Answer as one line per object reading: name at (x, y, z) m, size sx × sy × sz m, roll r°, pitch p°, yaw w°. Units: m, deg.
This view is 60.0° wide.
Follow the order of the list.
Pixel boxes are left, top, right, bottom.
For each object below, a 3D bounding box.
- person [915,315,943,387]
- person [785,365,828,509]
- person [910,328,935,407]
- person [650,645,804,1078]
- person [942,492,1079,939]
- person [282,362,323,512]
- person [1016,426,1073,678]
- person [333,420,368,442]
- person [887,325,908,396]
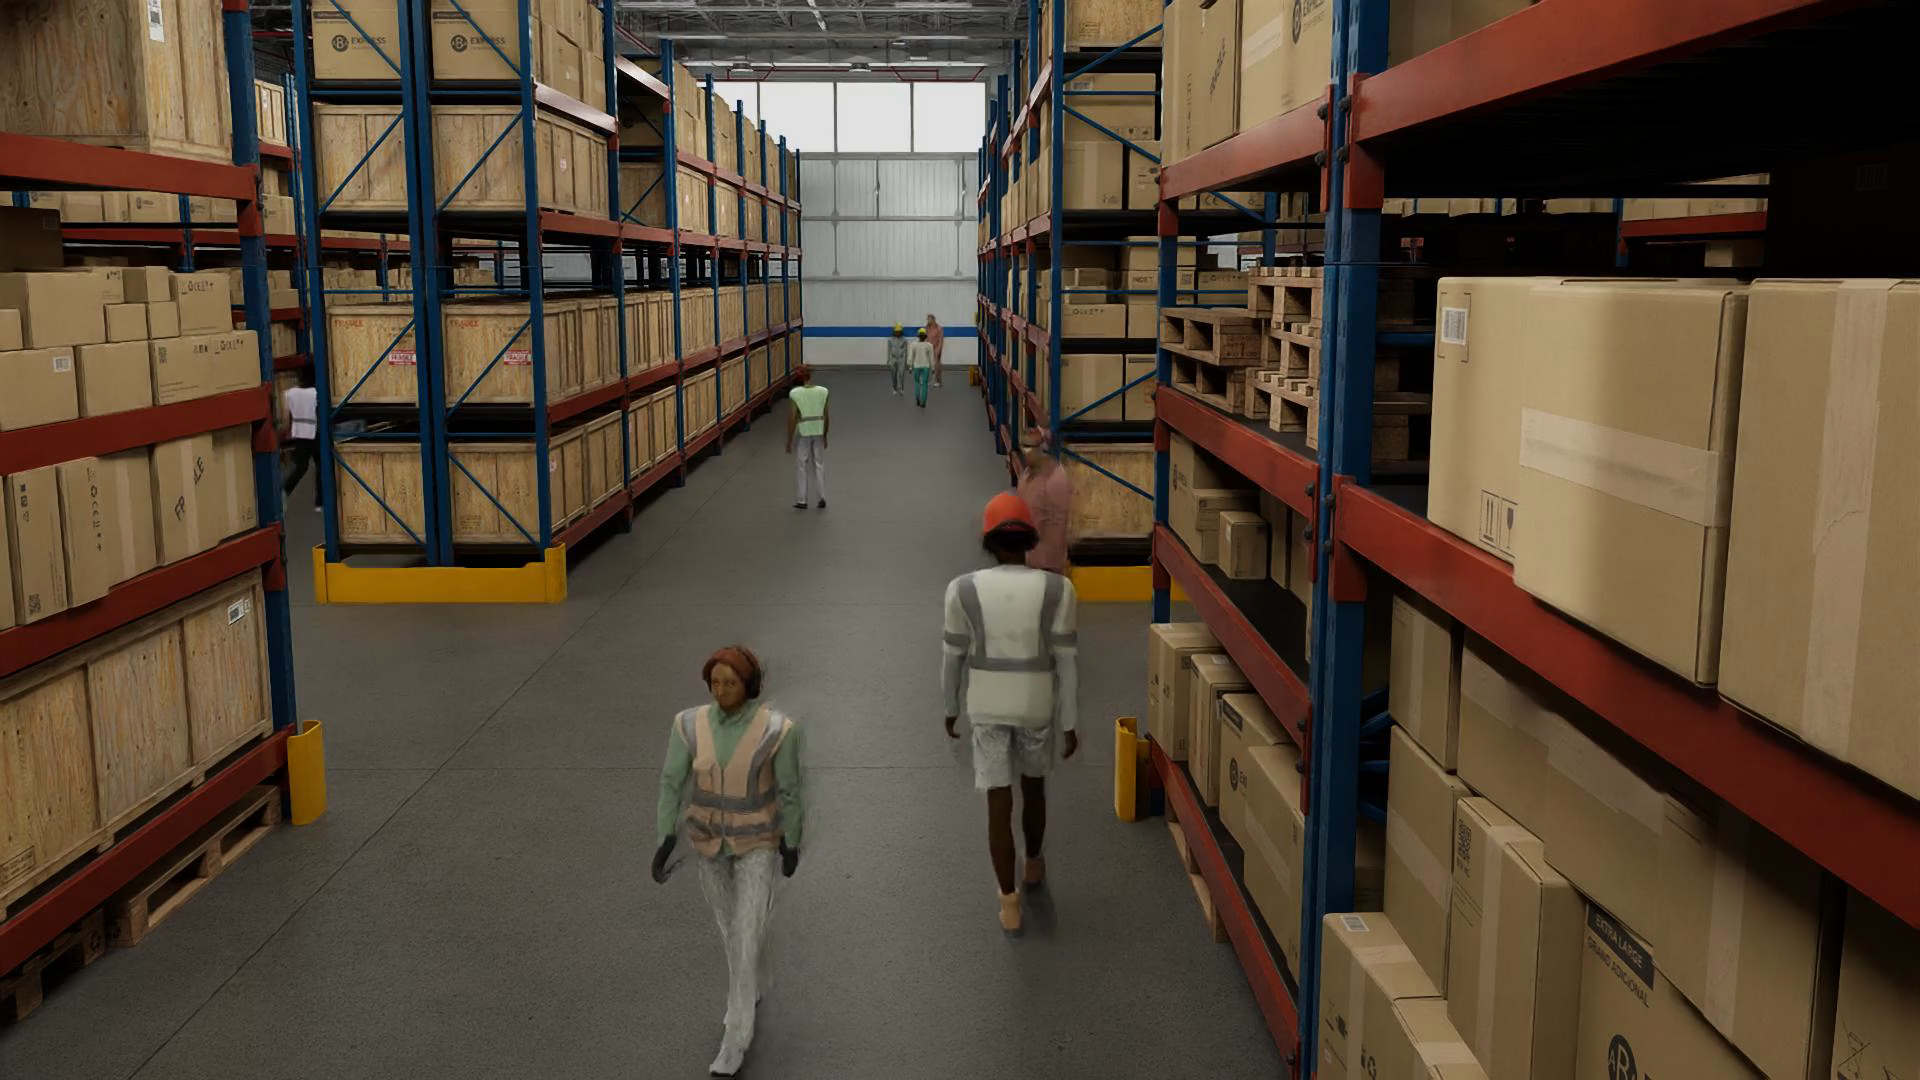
person at (-0.770, -4.826, 42.552) m, size 0.673 × 1.855 × 0.960 m, roll 6°, pitch 11°, yaw 32°
person at (-1.916, -1.276, 21.019) m, size 0.599 × 1.852 × 0.397 m, roll -7°, pitch 11°, yaw -35°
person at (-0.819, -3.804, 36.680) m, size 0.546 × 1.734 × 0.795 m, roll 1°, pitch 9°, yaw 5°
person at (-0.895, 1.207, 6.380) m, size 0.530 × 1.600 × 0.850 m, roll 2°, pitch 10°, yaw 14°
person at (0.232, 0.769, 7.815) m, size 0.627 × 1.999 × 0.979 m, roll 0°, pitch 9°, yaw 1°
person at (-8.109, -1.258, 20.614) m, size 0.603 × 1.887 × 0.773 m, roll 3°, pitch 10°, yaw 17°
person at (0.529, 0.109, 12.200) m, size 0.540 × 1.887 × 0.678 m, roll -4°, pitch 10°, yaw -24°
person at (-7.436, -1.054, 20.306) m, size 0.494 × 1.593 × 0.841 m, roll 0°, pitch 9°, yaw 1°
person at (-1.502, -4.313, 39.936) m, size 0.499 × 1.694 × 0.925 m, roll 0°, pitch 9°, yaw 0°
